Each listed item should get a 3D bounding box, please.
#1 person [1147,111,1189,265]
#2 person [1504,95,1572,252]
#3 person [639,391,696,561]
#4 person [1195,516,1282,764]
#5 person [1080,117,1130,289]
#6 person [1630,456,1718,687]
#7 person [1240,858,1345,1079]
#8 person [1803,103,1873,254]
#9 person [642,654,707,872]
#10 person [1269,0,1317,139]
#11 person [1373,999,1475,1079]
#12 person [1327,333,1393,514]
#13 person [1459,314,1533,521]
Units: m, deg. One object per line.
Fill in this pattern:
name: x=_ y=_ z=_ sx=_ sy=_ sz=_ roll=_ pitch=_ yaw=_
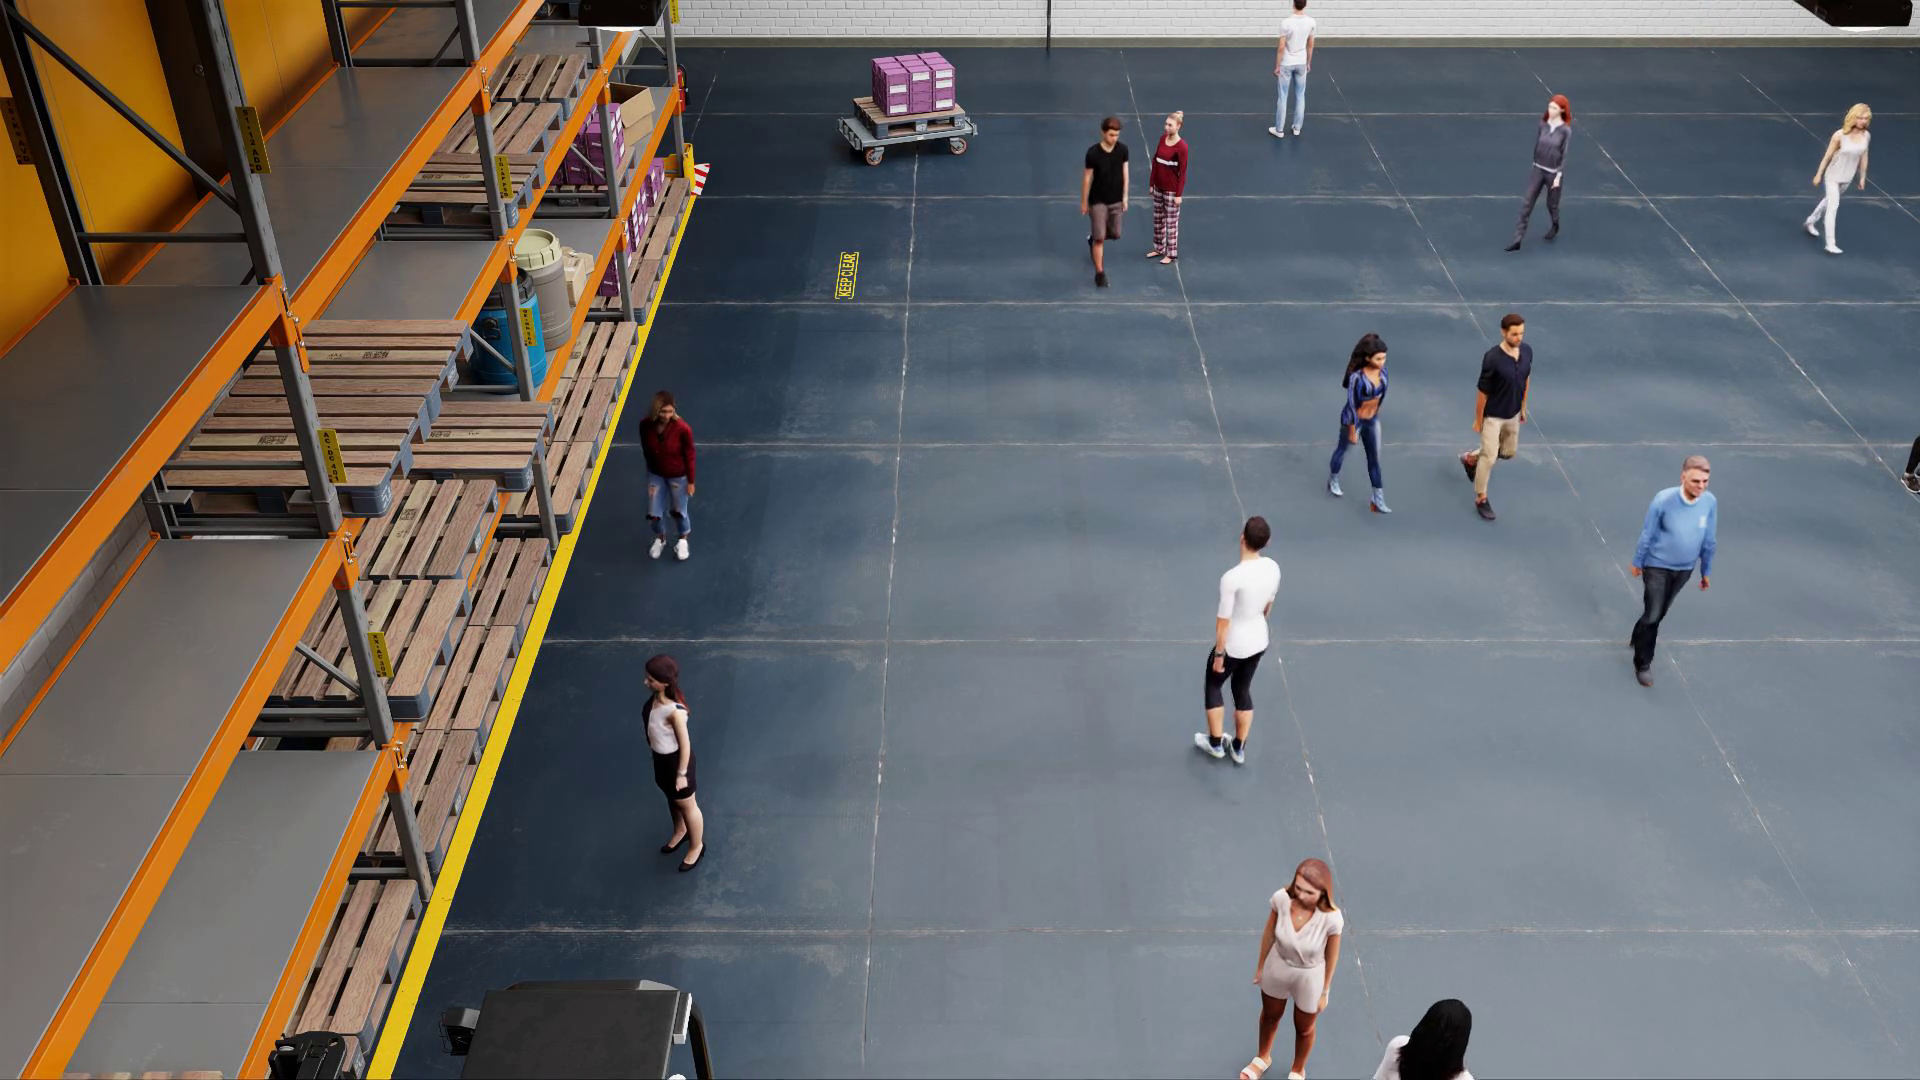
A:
person: x=2.298 y=-3.896 z=18.380 sx=0.736 sy=1.689 sz=0.652 roll=-25 pitch=41 yaw=-32
person: x=6.644 y=-4.109 z=18.661 sx=1.159 sy=1.732 sz=1.119 roll=-27 pitch=42 yaw=-34
person: x=-2.353 y=-0.534 z=13.405 sx=0.658 sy=1.596 sz=0.637 roll=11 pitch=35 yaw=16
person: x=1.928 y=0.737 z=11.293 sx=0.831 sy=1.817 sz=0.839 roll=-26 pitch=42 yaw=-33
person: x=1.546 y=-3.698 z=17.943 sx=0.865 sy=1.841 sz=1.090 roll=-9 pitch=35 yaw=-13
person: x=5.195 y=0.113 z=12.249 sx=0.709 sy=1.798 sz=0.881 roll=-4 pitch=34 yaw=-6
person: x=1.816 y=2.347 z=8.980 sx=0.666 sy=1.697 sz=0.701 roll=19 pitch=38 yaw=26
person: x=9.901 y=-4.134 z=18.788 sx=0.730 sy=1.632 sz=1.106 roll=-4 pitch=34 yaw=-7
person: x=-1.801 y=1.391 z=10.461 sx=0.693 sy=1.649 sz=0.611 roll=-22 pitch=40 yaw=-30
person: x=4.350 y=-6.193 z=21.688 sx=0.693 sy=1.851 sz=0.621 roll=-8 pitch=34 yaw=-11
person: x=2.158 y=2.929 z=8.120 sx=0.825 sy=1.679 sz=0.881 roll=19 pitch=38 yaw=26
person: x=3.351 y=-1.031 z=14.163 sx=0.913 sy=1.584 sz=1.082 roll=-16 pitch=37 yaw=-23
person: x=4.502 y=-1.099 z=14.035 sx=0.858 sy=1.839 sz=1.007 roll=-13 pitch=36 yaw=-19
